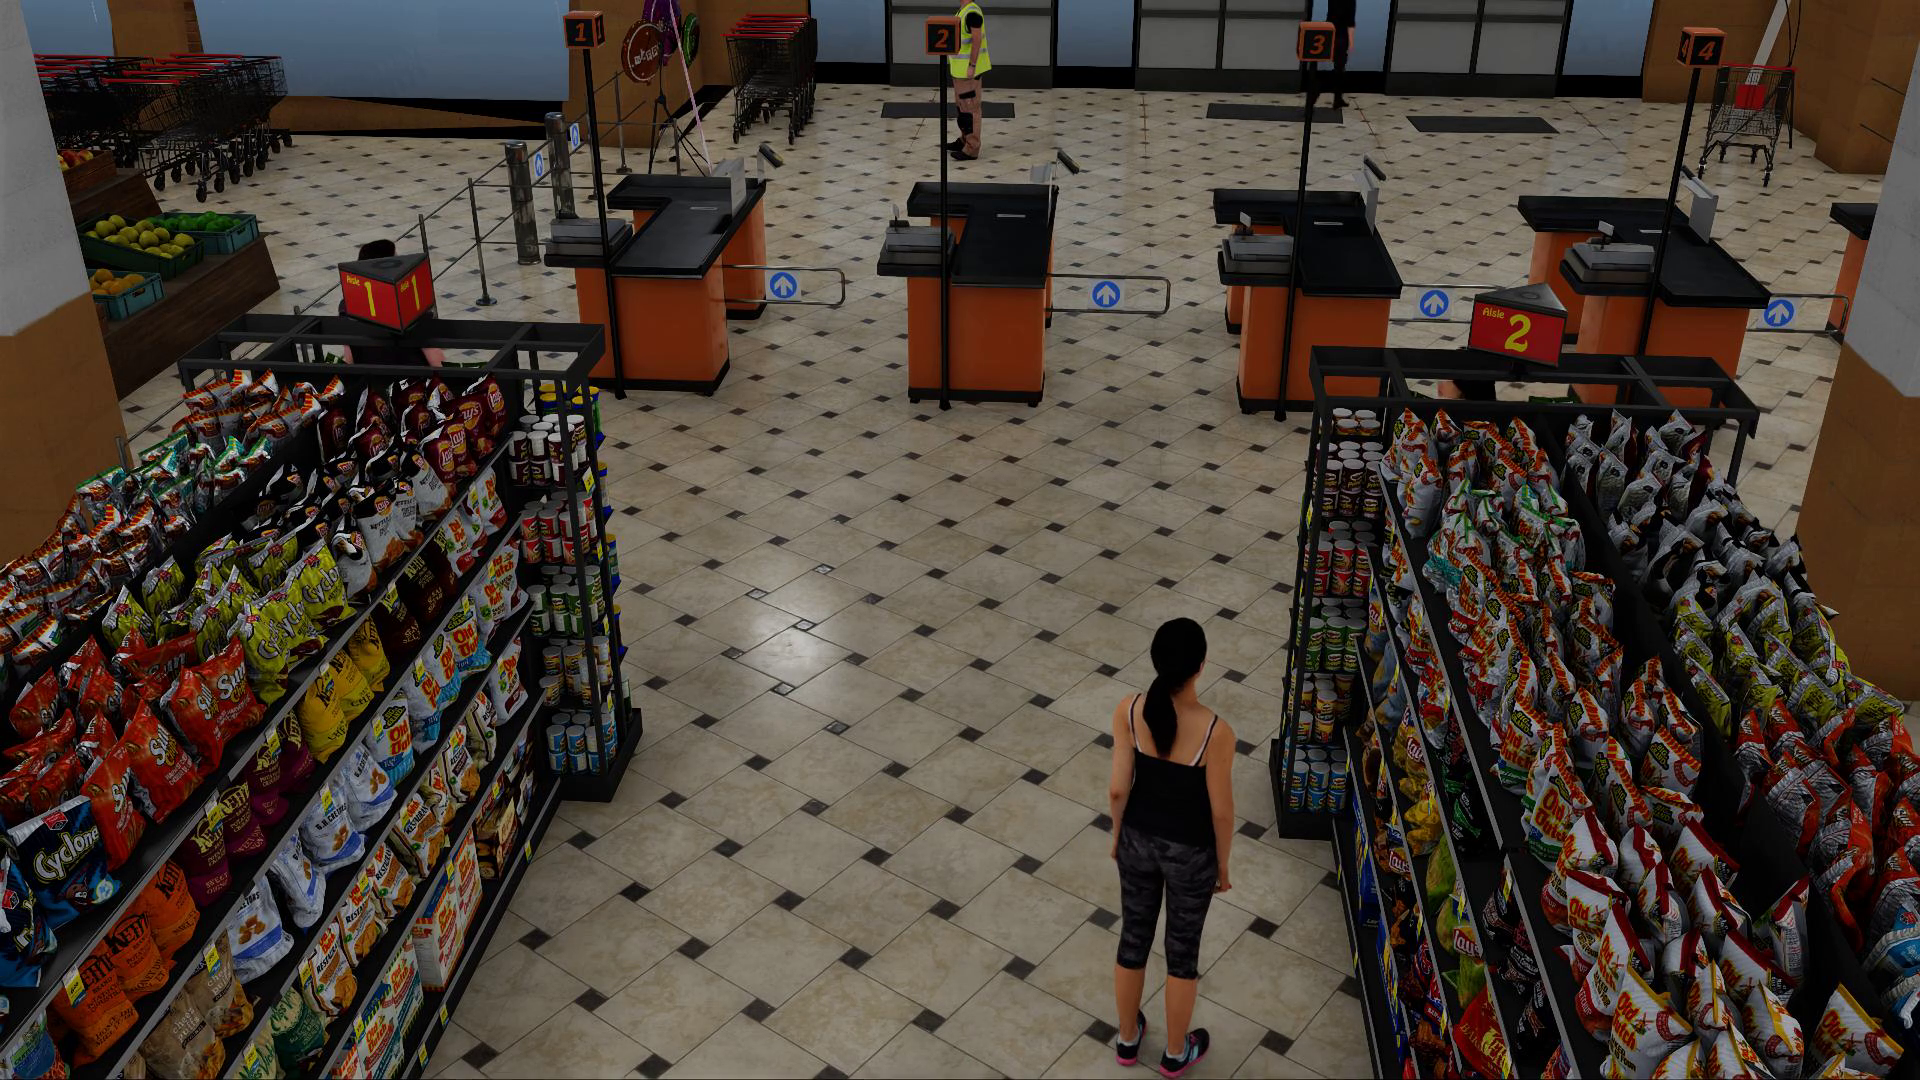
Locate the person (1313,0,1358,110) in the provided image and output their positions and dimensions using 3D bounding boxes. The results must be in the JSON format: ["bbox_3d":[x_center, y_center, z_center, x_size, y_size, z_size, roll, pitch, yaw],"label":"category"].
[{"bbox_3d":[4.233,-5.653,18.829,1.004,1.622,0.999,-17,31,-30],"label":"person"}]

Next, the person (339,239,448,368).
[{"bbox_3d":[-2.944,-0.684,8.784,0.749,1.845,0.620,5,27,11],"label":"person"}]

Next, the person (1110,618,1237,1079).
[{"bbox_3d":[0.680,1.037,5.520,0.645,1.727,0.643,13,29,23],"label":"person"}]

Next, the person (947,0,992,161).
[{"bbox_3d":[0.059,-4.840,16.978,0.842,1.846,0.737,-5,27,-9],"label":"person"}]
